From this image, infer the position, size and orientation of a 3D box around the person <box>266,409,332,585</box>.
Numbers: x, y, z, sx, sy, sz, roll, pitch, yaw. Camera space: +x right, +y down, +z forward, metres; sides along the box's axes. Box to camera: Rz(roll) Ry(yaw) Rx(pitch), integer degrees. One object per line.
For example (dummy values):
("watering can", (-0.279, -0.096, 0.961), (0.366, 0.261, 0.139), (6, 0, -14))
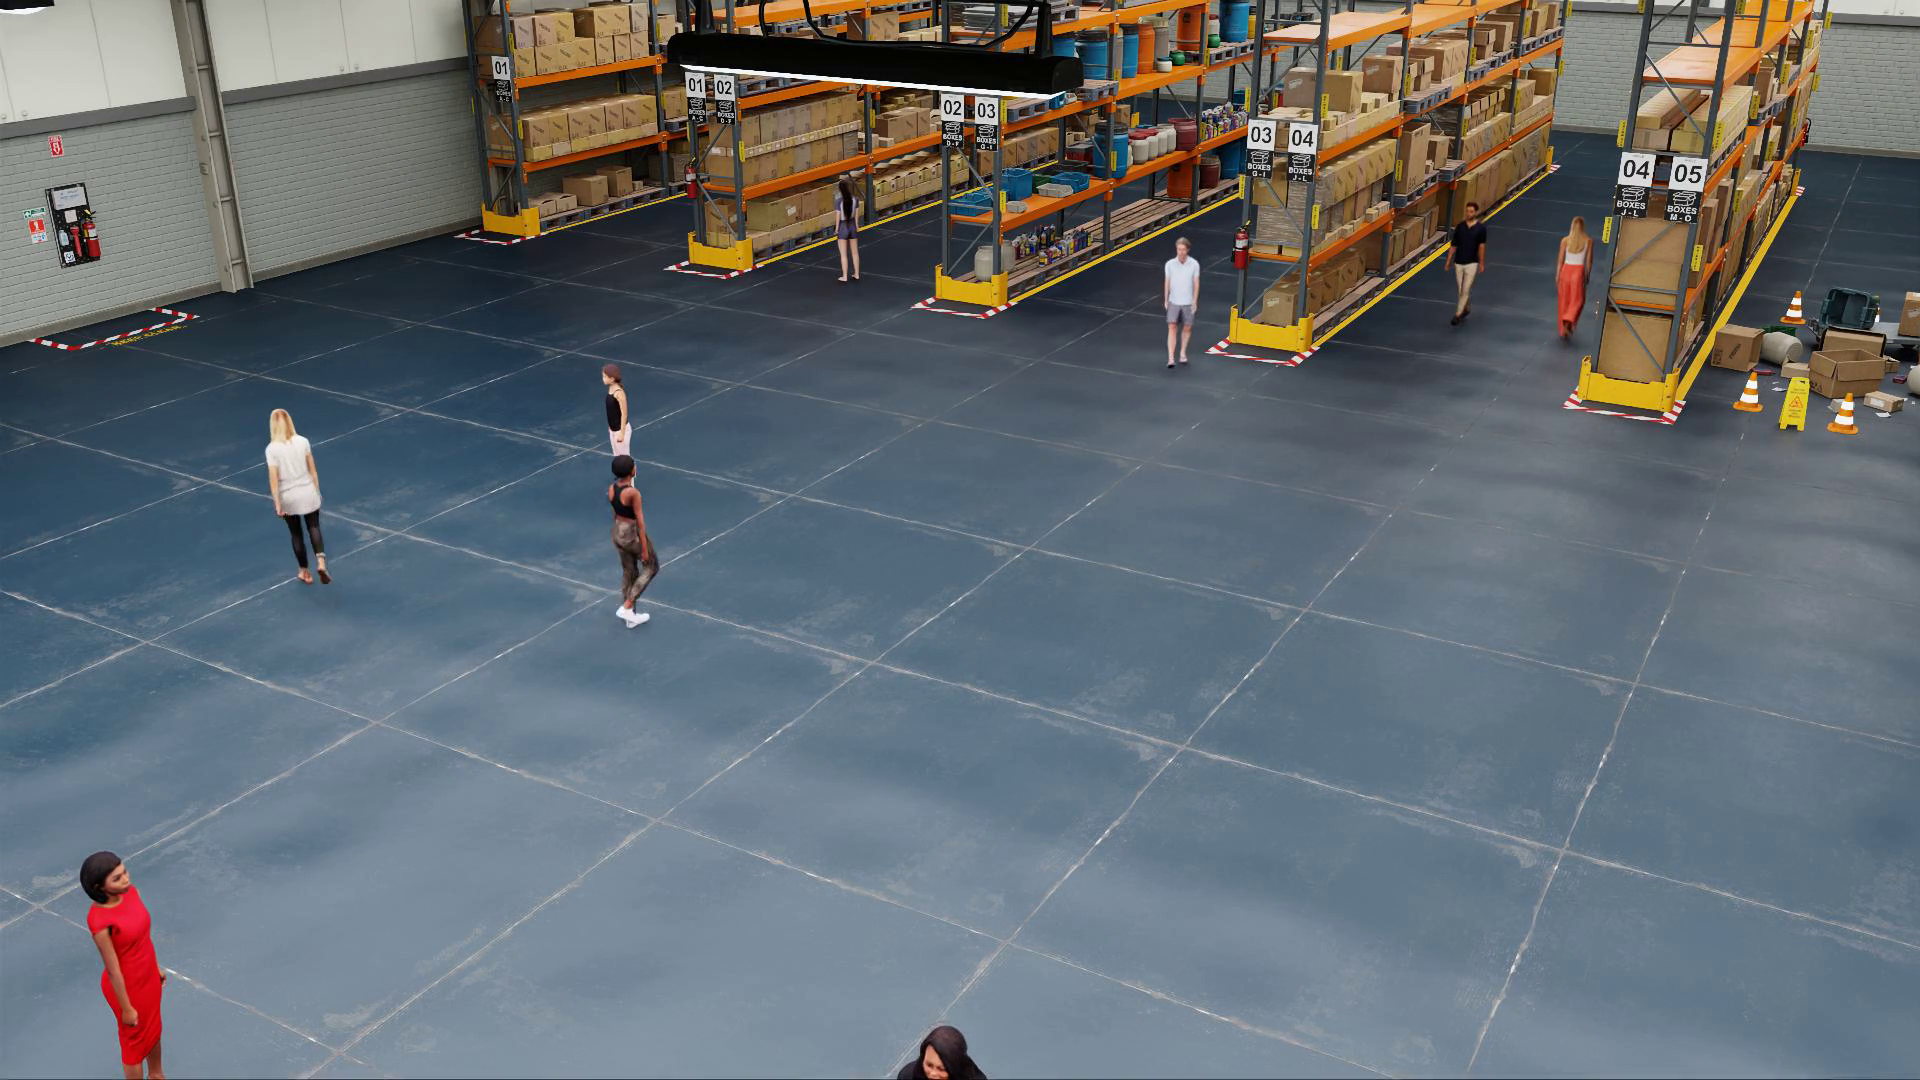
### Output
("person", (-6.356, -0.368, 16.044), (0.915, 1.811, 0.884), (-16, 28, -33))

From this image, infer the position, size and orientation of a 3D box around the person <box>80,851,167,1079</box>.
("person", (-4.658, 2.511, 9.360), (0.705, 1.744, 0.589), (0, 23, 0))

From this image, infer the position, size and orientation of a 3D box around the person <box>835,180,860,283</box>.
("person", (-1.850, -5.092, 27.361), (0.594, 1.649, 0.725), (-15, 27, -31))

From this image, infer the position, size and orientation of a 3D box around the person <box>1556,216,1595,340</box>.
("person", (8.851, -3.768, 24.059), (0.657, 1.796, 0.758), (11, 25, 24))

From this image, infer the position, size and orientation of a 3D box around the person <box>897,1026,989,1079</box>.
("person", (-0.084, 3.054, 8.253), (0.763, 1.612, 0.782), (1, 23, 2))

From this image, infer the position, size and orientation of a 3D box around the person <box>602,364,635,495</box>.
("person", (-3.753, -1.199, 18.314), (0.646, 1.563, 0.619), (-12, 26, -26))

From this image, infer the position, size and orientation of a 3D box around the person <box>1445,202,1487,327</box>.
("person", (7.612, -4.139, 24.920), (0.731, 1.805, 1.179), (15, 27, 31))

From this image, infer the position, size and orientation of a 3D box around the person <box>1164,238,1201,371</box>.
("person", (3.074, -3.265, 22.896), (0.917, 1.781, 1.236), (3, 23, 8))

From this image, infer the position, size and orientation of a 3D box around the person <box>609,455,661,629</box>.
("person", (-3.082, 0.053, 15.215), (0.648, 1.685, 0.743), (19, 29, 37))
